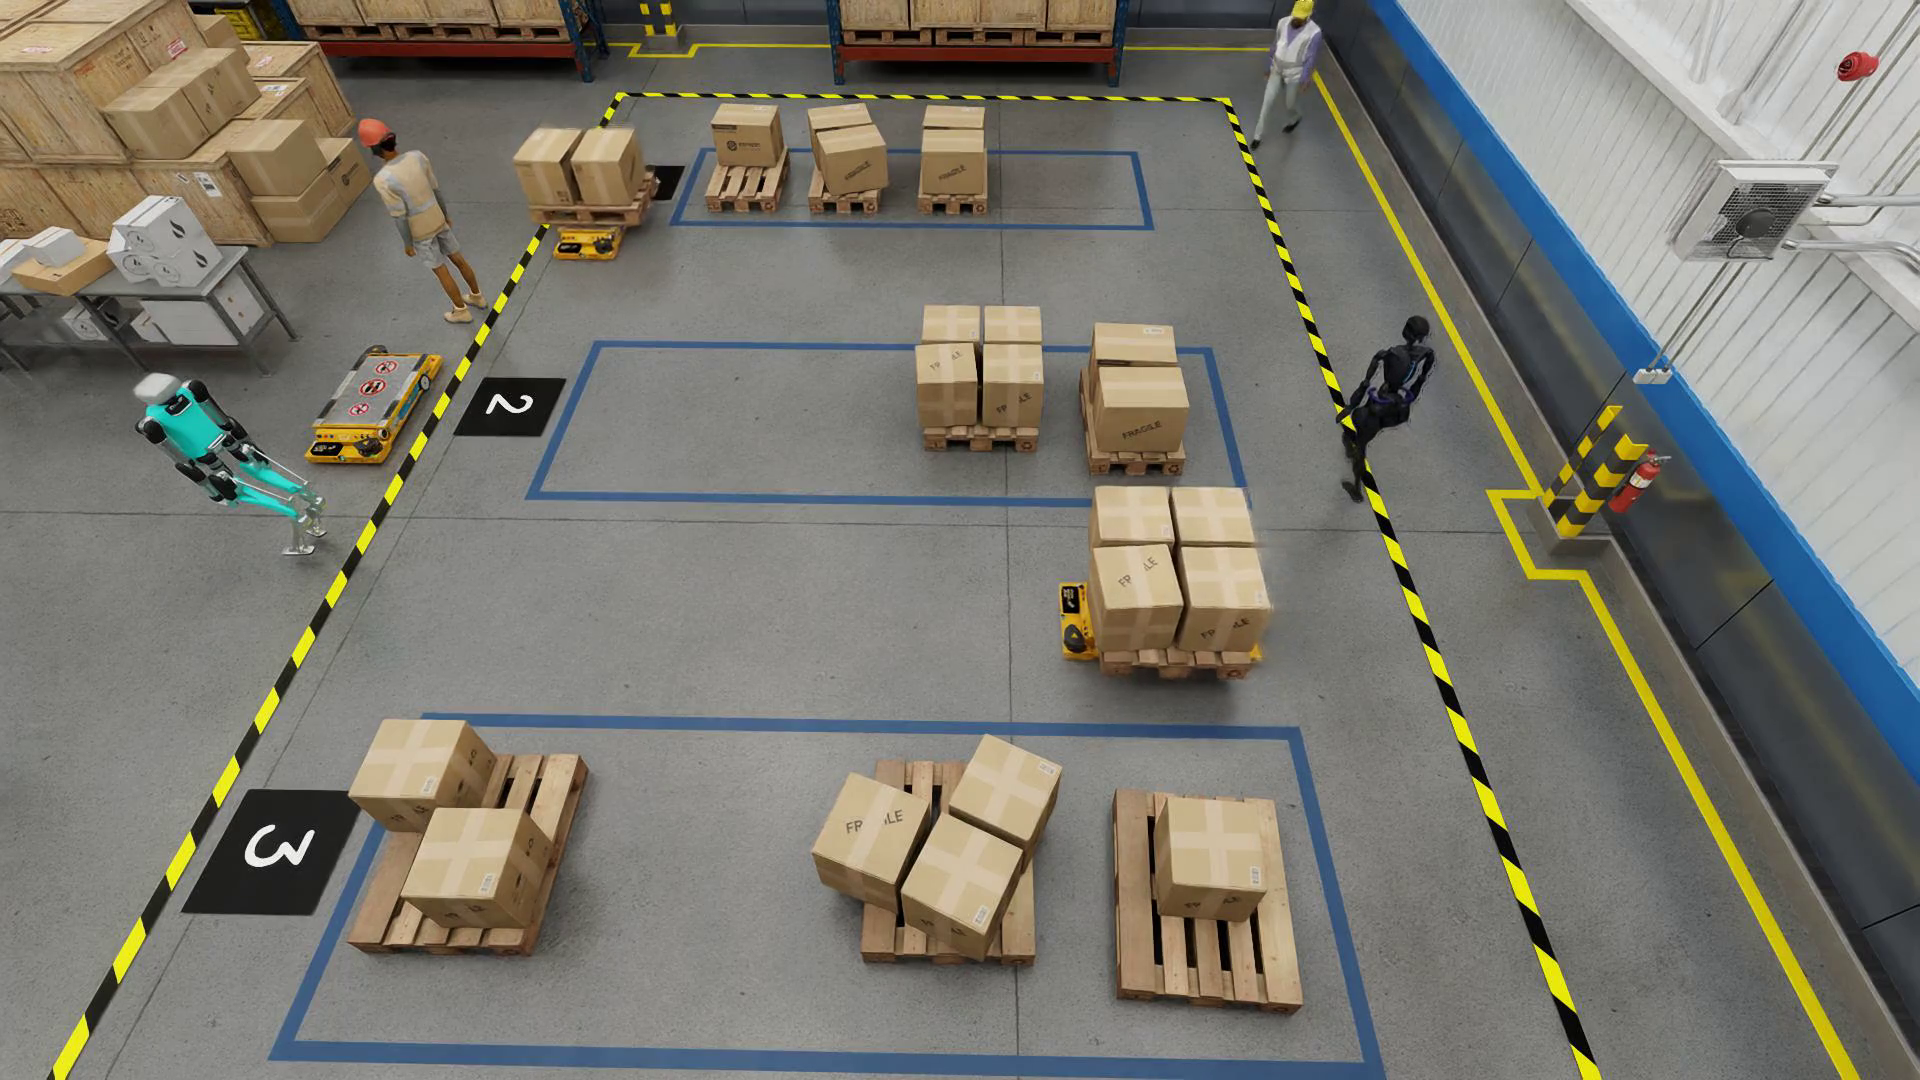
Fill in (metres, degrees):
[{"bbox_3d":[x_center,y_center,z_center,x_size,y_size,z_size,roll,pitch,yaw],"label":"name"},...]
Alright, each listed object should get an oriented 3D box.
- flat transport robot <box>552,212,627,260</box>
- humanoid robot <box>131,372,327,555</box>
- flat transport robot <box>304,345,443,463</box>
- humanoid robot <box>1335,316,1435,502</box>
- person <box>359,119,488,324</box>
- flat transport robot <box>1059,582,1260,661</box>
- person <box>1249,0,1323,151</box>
[{"bbox_3d":[-4.125,-3.685,10.467,0.652,0.197,1.431,1,50,1],"label":"flat transport robot"},{"bbox_3d":[-5.190,-0.498,6.737,0.735,1.679,0.533,8,50,7],"label":"humanoid robot"},{"bbox_3d":[-5.383,-1.269,8.441,0.659,0.231,1.431,1,50,1],"label":"flat transport robot"},{"bbox_3d":[3.372,-1.118,7.411,0.608,1.628,0.735,-7,50,-6],"label":"humanoid robot"},{"bbox_3d":[-5.118,-2.997,8.746,0.383,2.038,0.604,15,51,12],"label":"person"},{"bbox_3d":[1.476,0.577,6.861,1.431,0.197,0.652,1,50,1],"label":"flat transport robot"},{"bbox_3d":[4.064,-5.784,11.269,0.628,1.789,0.838,33,57,25],"label":"person"}]
